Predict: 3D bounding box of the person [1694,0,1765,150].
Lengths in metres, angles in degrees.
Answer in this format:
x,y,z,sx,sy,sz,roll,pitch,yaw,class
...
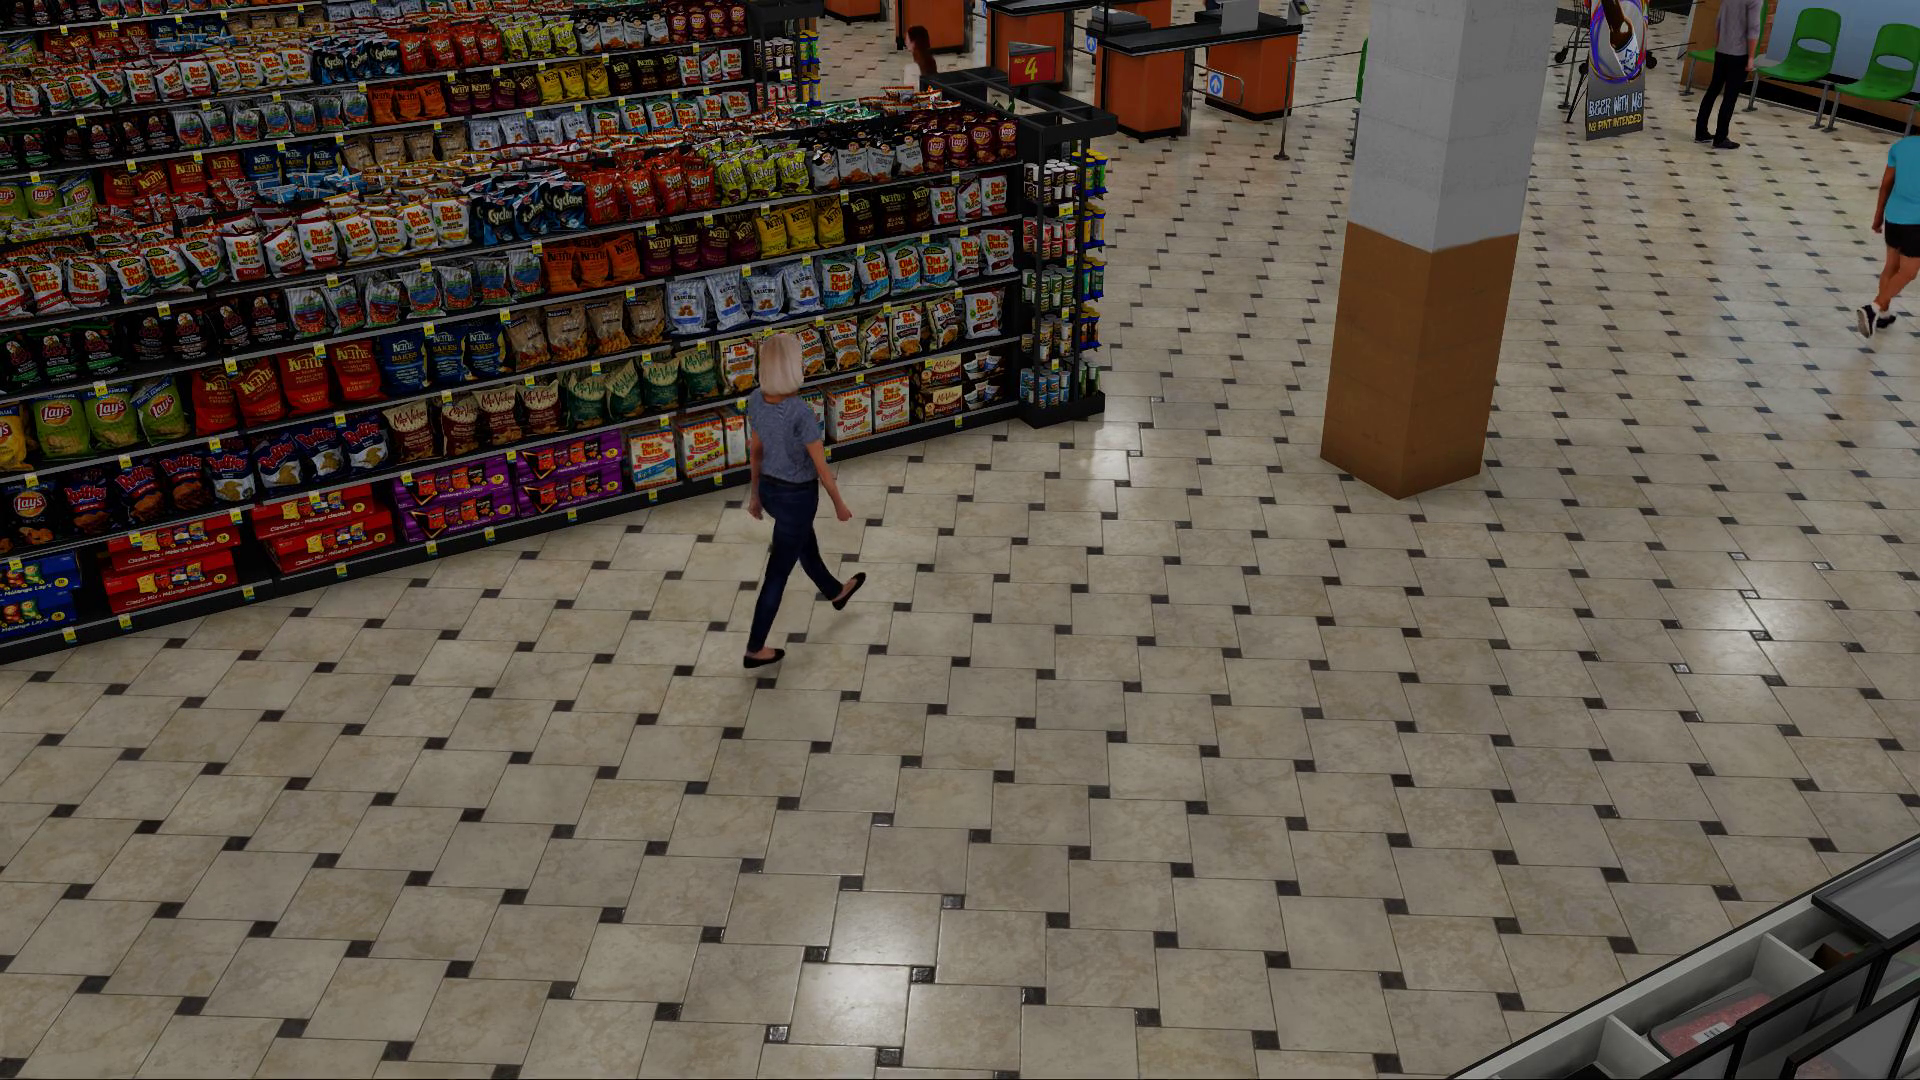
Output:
x,y,z,sx,sy,sz,roll,pitch,yaw,class
7.700,-4.861,16.583,0.591,1.843,0.701,-9,30,-17,person

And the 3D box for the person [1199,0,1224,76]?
x,y,z,sx,sy,sz,roll,pitch,yaw,class
3.040,-6.305,19.281,0.669,1.792,0.720,9,30,16,person

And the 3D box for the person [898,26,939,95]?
x,y,z,sx,sy,sz,roll,pitch,yaw,class
-0.253,-3.563,14.410,0.980,1.648,1.147,19,34,31,person

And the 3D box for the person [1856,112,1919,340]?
x,y,z,sx,sy,sz,roll,pitch,yaw,class
6.766,-2.261,11.913,1.042,1.756,0.701,-20,35,-32,person

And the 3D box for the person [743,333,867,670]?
x,y,z,sx,sy,sz,roll,pitch,yaw,class
-0.895,-0.140,8.114,0.811,1.673,1.208,25,37,37,person
